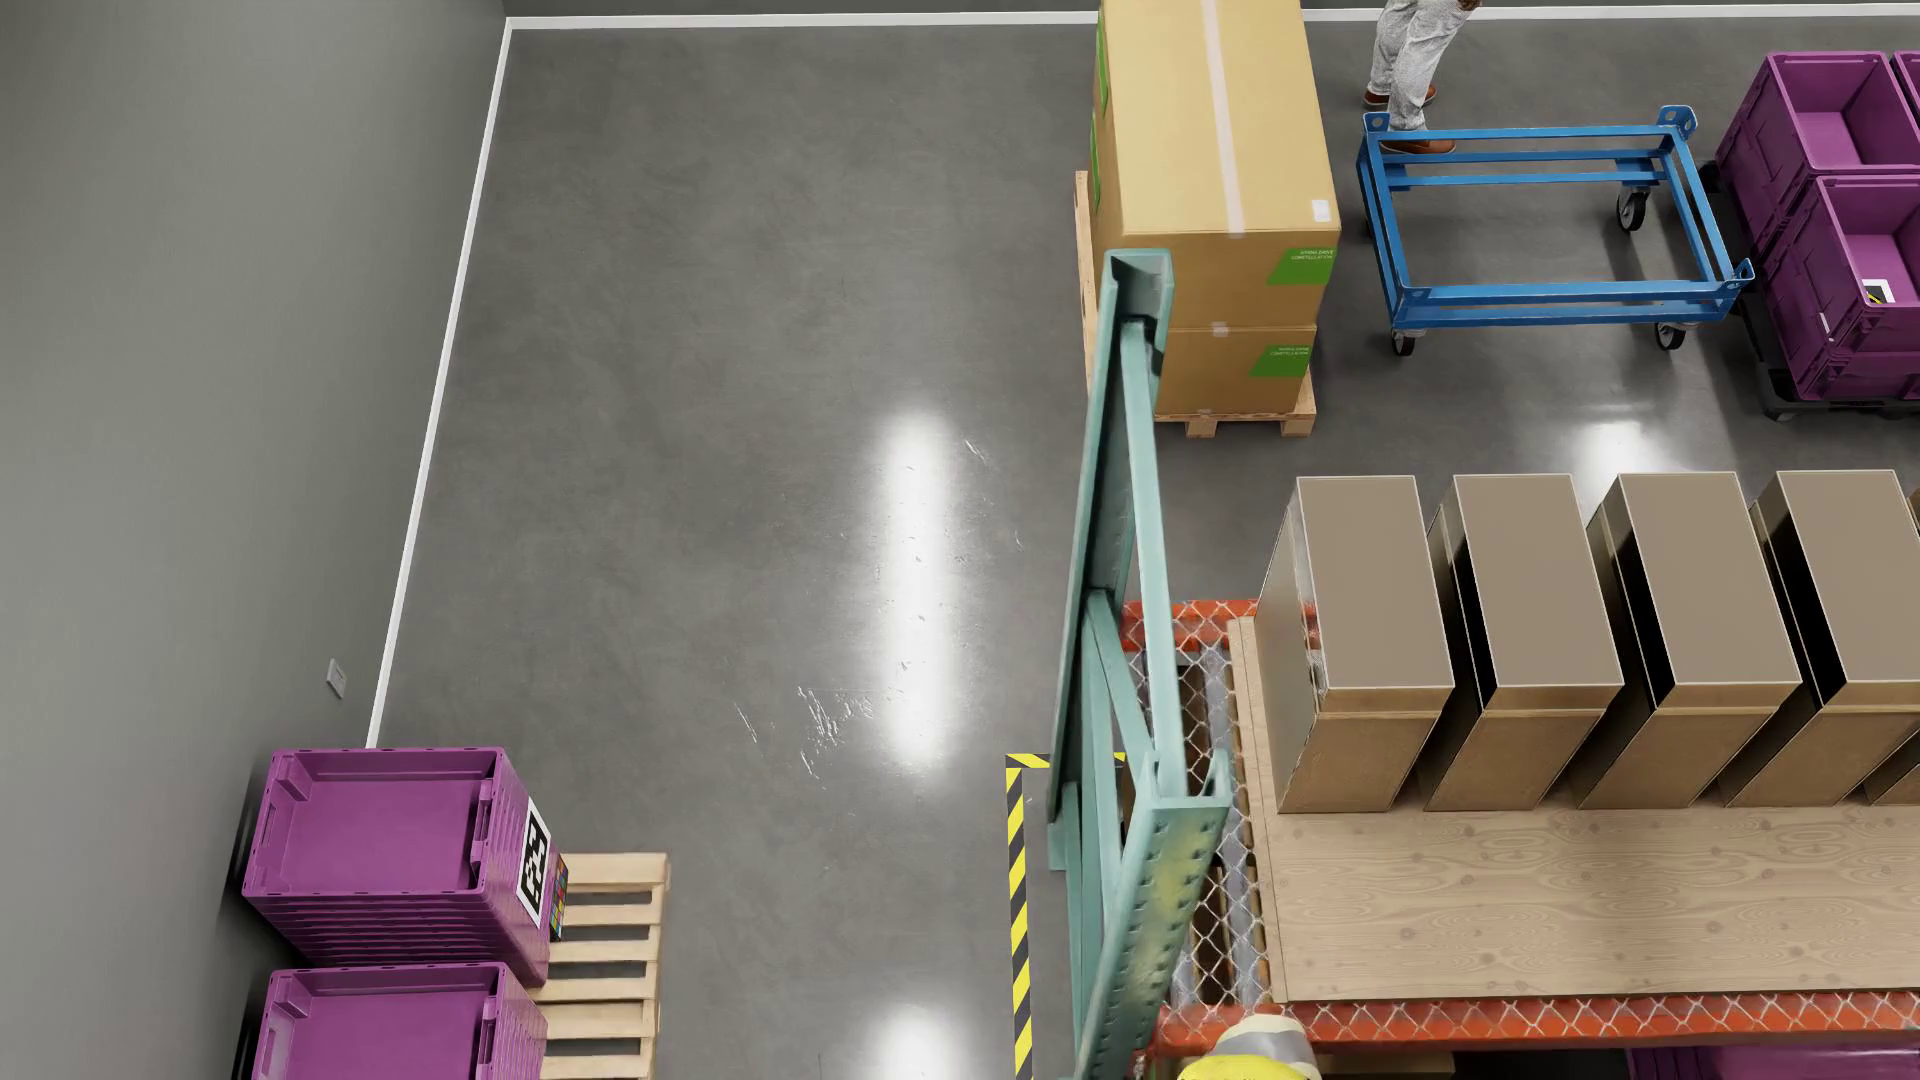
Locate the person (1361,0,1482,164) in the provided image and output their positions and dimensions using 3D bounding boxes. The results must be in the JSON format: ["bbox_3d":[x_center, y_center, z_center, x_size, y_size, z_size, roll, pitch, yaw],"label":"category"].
[{"bbox_3d":[1.819,-2.236,6.076,0.372,1.936,0.631,-3,58,-2],"label":"person"}]

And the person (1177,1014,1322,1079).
[{"bbox_3d":[0.588,1.496,3.777,0.403,1.828,0.597,-1,58,-1],"label":"person"}]
